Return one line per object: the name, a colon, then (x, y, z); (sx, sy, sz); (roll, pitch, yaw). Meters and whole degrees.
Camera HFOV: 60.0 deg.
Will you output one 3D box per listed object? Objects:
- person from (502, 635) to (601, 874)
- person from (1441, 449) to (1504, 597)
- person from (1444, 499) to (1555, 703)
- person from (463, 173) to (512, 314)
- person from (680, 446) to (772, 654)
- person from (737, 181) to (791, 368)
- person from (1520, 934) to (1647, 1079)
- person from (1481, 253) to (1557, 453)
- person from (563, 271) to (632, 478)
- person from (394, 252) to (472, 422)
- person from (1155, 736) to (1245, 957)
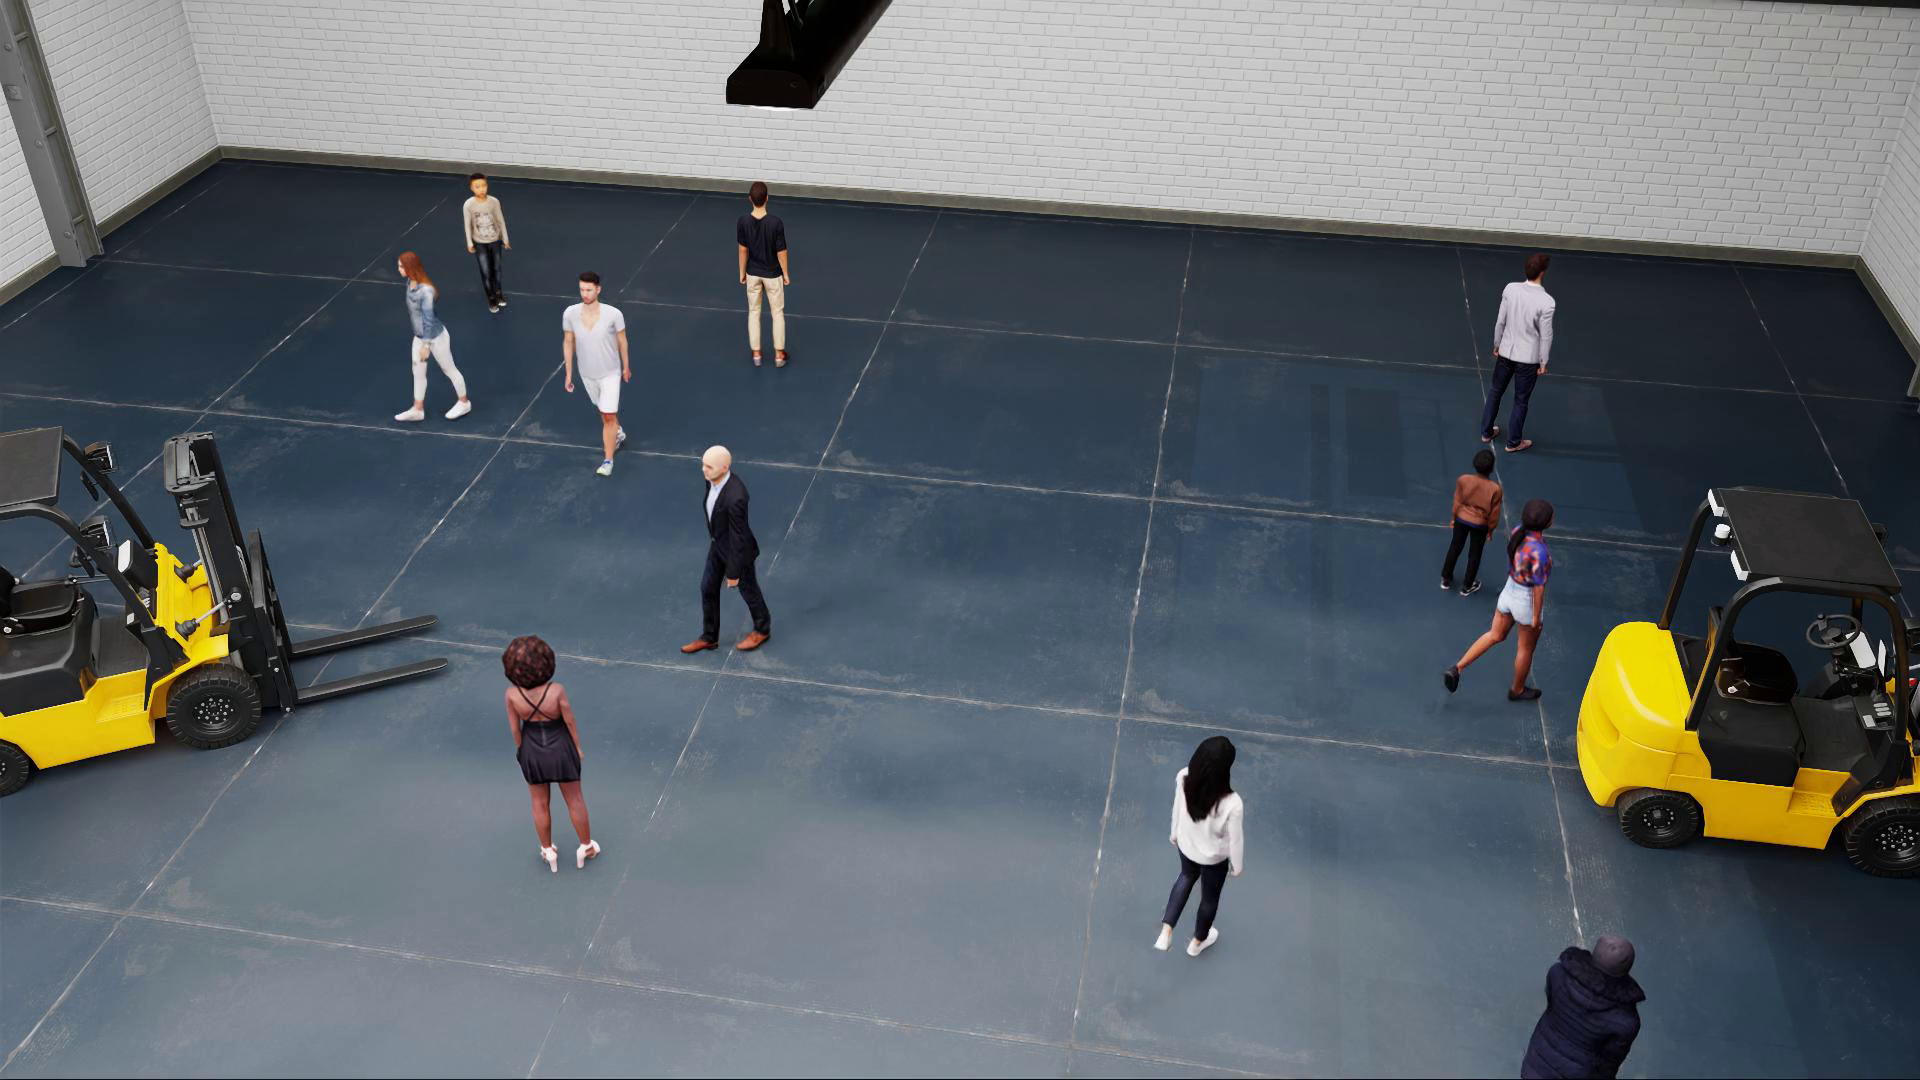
person: (-2.549, 1.344, 10.312); (0.620, 1.789, 0.617); (-3, 34, -5)
person: (4.013, -0.143, 13.036); (0.592, 1.250, 0.600); (22, 39, 29)
person: (3.871, 0.463, 11.696); (0.932, 1.723, 1.025); (-9, 35, -13)
person: (-4.958, -3.147, 17.367); (0.712, 1.457, 0.770); (-19, 38, -26)
person: (-1.608, 0.052, 12.269); (1.082, 1.773, 1.020); (-22, 39, -29)
person: (-1.900, -2.574, 16.150); (0.645, 1.851, 0.558); (4, 34, 6)
person: (3.057, 2.674, 8.462); (1.050, 1.620, 1.206); (29, 43, 36)
person: (4.976, -1.675, 14.799); (0.786, 1.849, 0.758); (-26, 42, -34)
person: (-3.140, -1.536, 14.626); (0.695, 1.810, 1.157); (5, 34, 7)
person: (-4.763, -1.874, 15.256); (0.928, 1.674, 1.034); (29, 43, 36)
person: (1.366, 1.835, 9.665); (0.810, 1.687, 0.884); (26, 42, 34)
